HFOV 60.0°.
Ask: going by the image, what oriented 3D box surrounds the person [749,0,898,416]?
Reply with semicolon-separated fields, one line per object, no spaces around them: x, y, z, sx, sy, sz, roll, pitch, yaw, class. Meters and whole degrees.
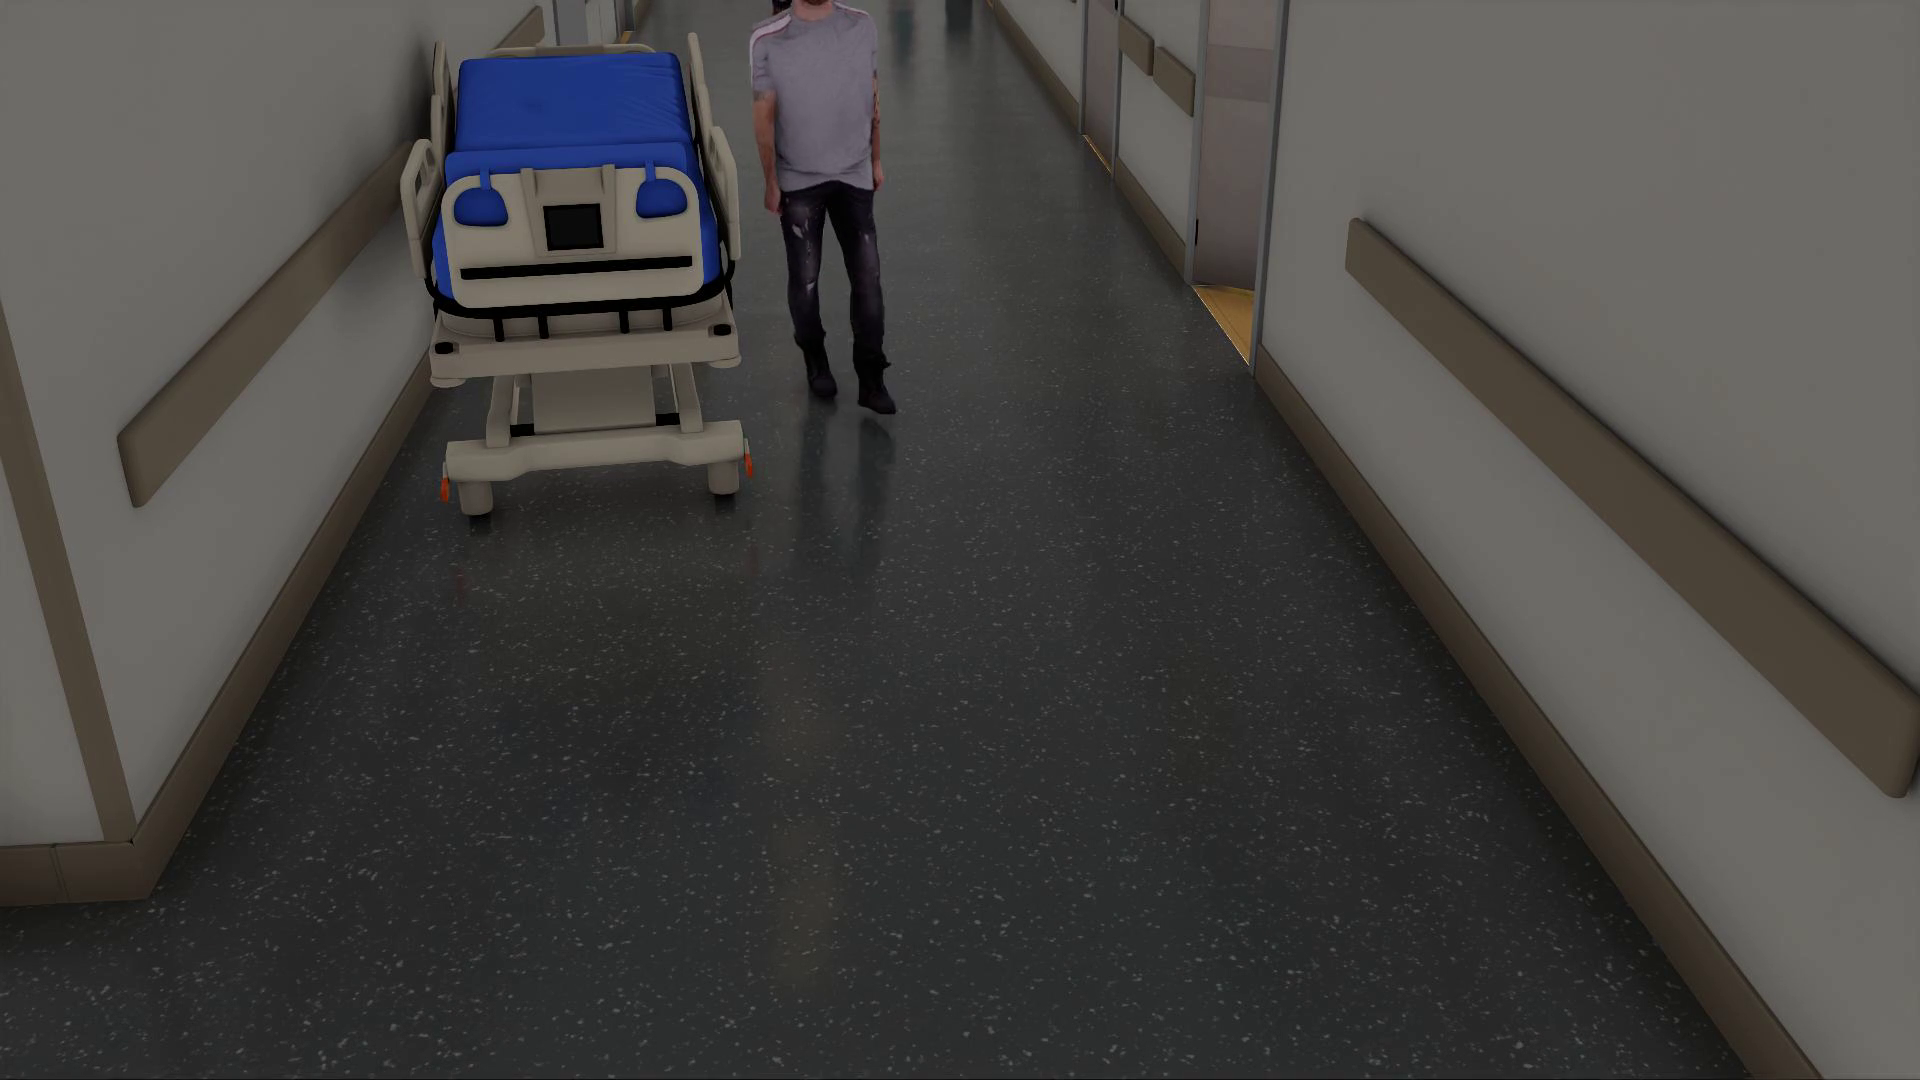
-0.560;-1.440;6.567;0.947;1.808;0.847;-7;27;-15;person
